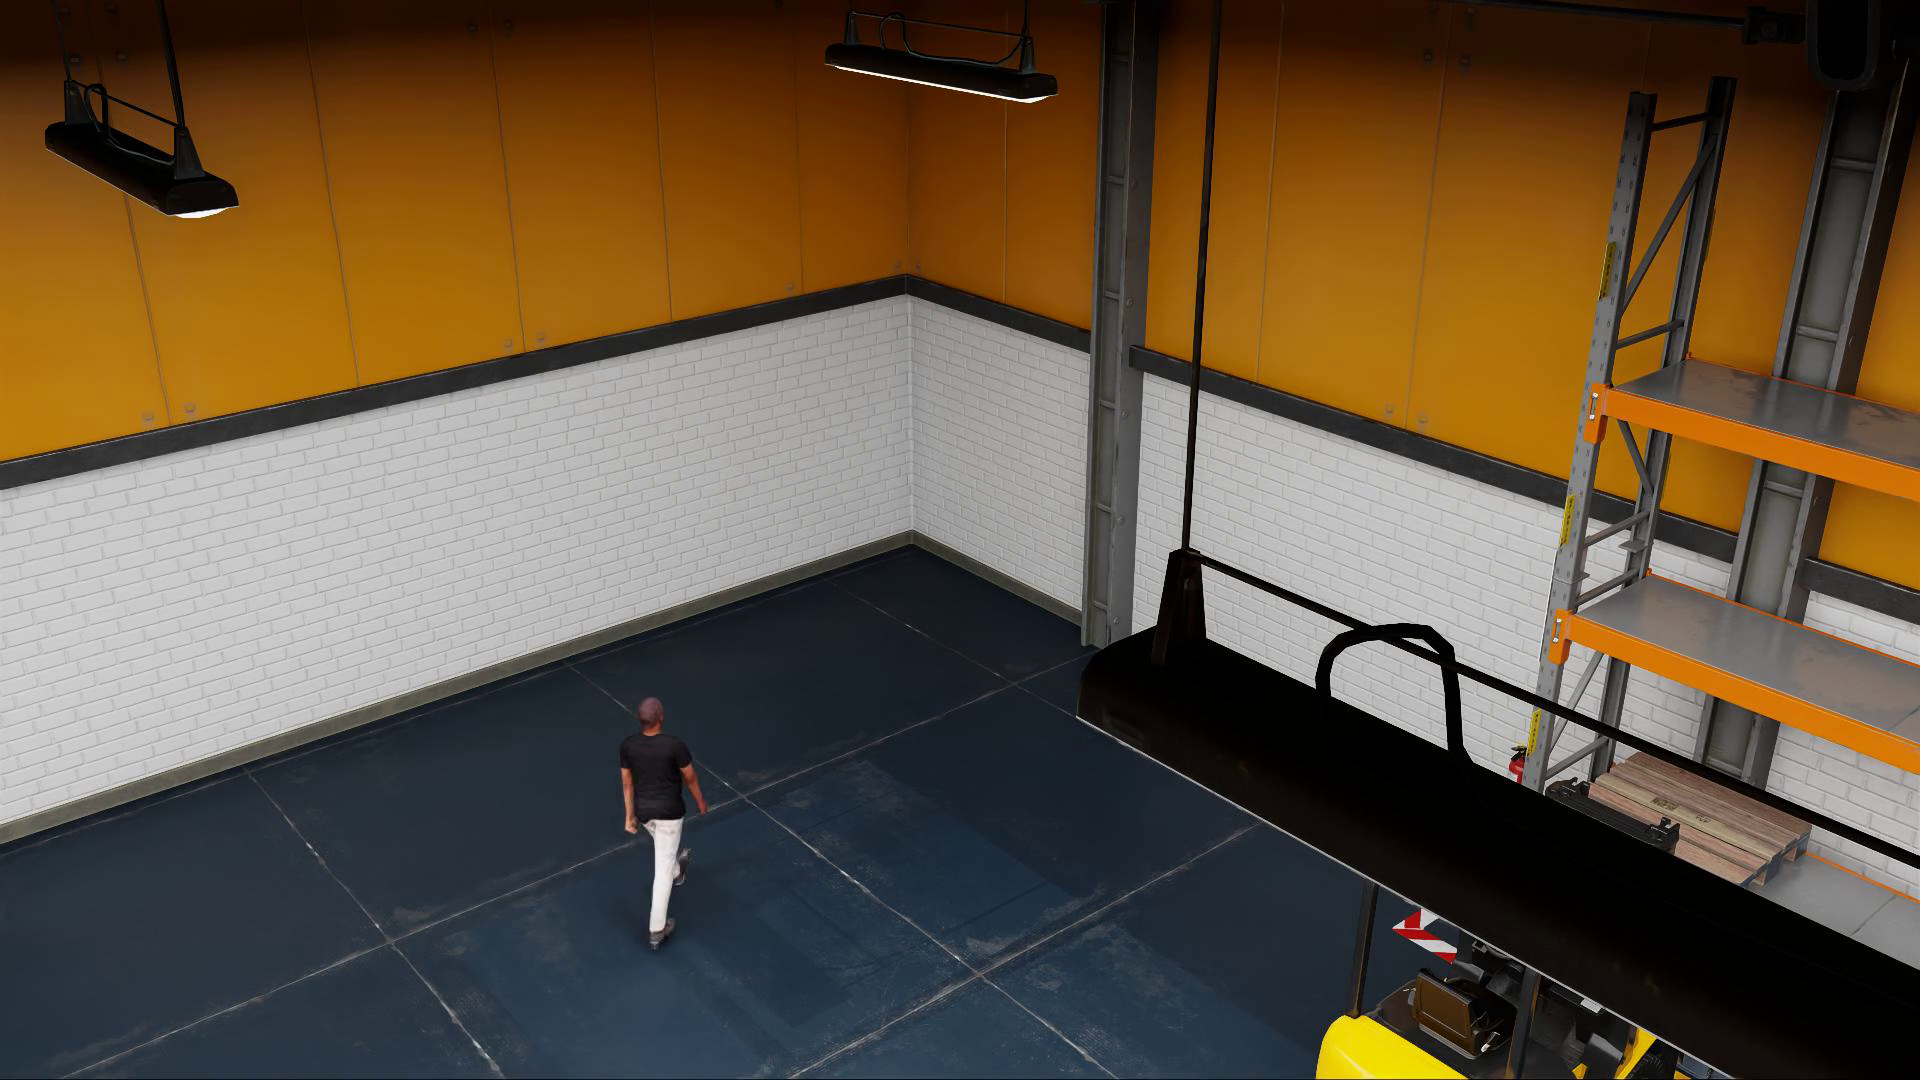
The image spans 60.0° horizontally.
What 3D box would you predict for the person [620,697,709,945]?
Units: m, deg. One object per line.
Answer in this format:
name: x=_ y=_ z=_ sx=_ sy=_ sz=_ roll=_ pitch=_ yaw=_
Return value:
person: x=-2.145 y=2.008 z=11.764 sx=1.254 sy=1.747 sz=1.222 roll=5 pitch=24 yaw=12
